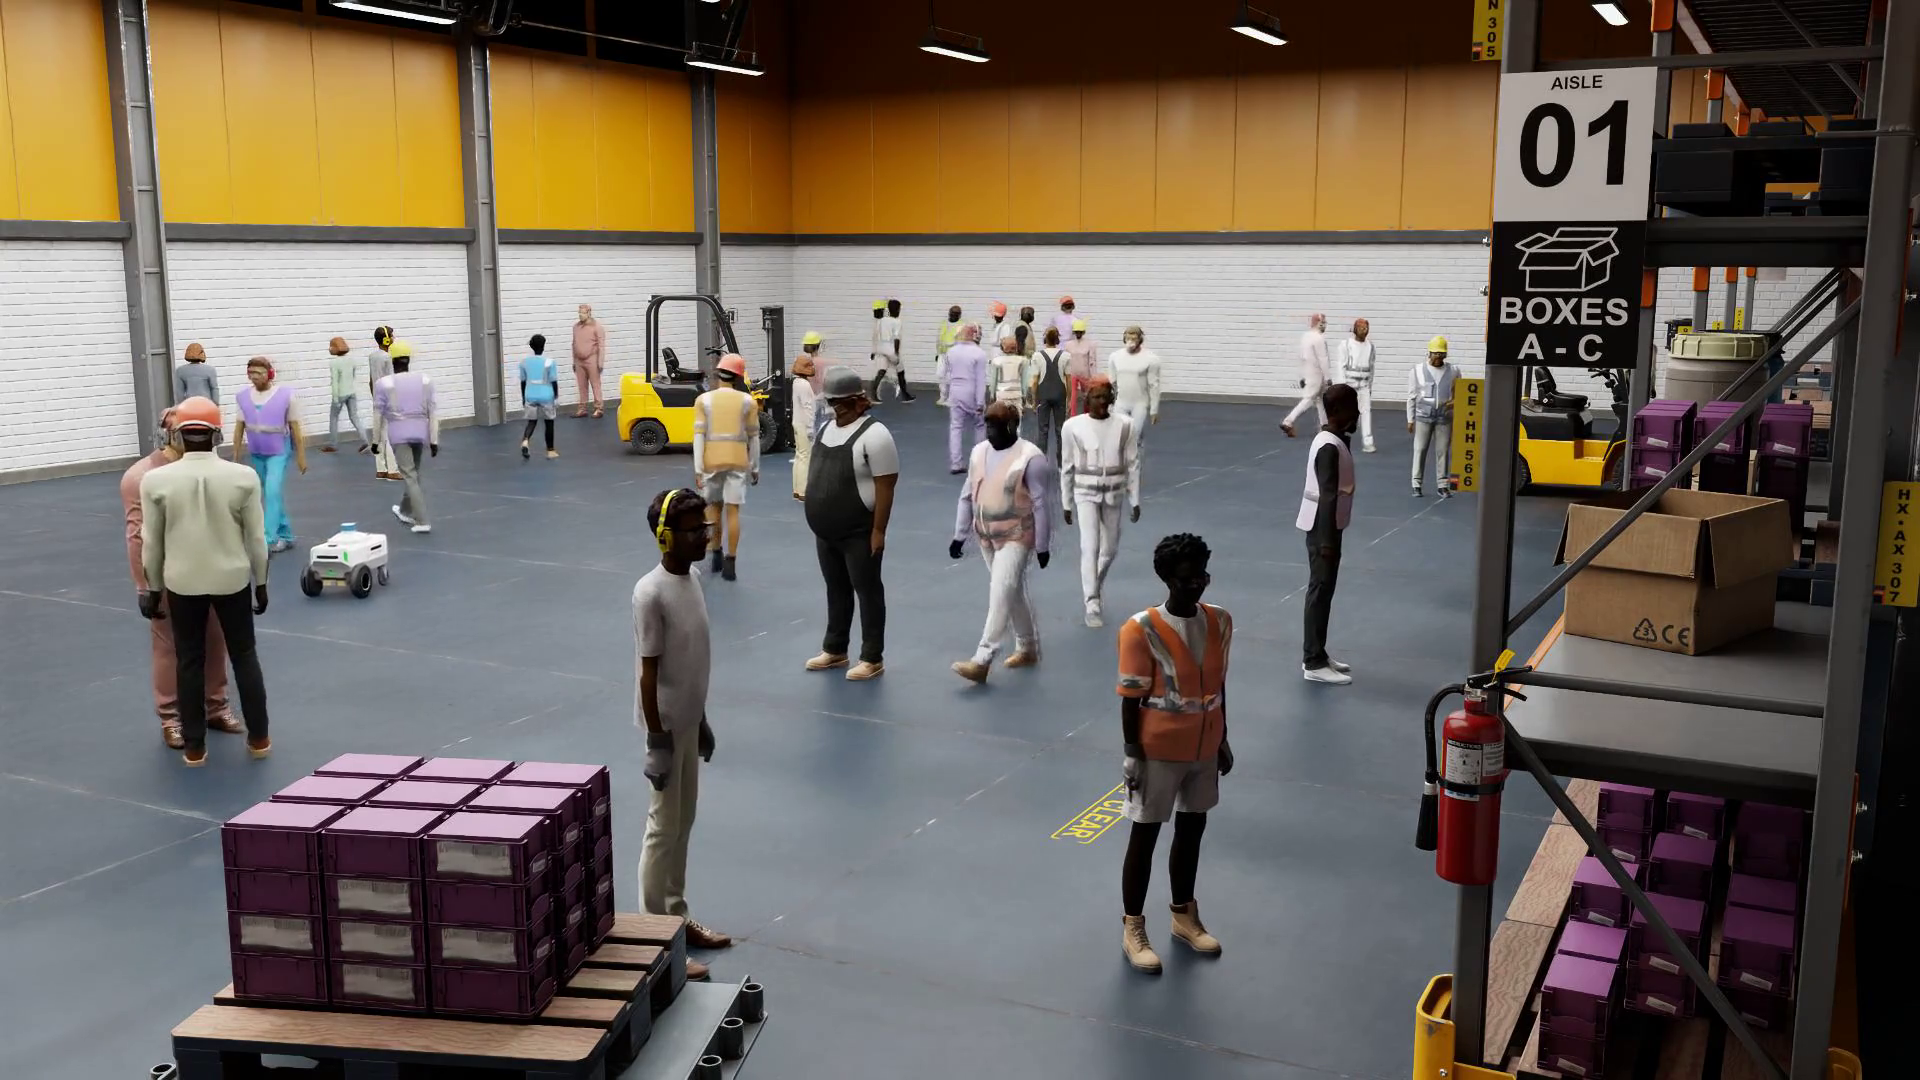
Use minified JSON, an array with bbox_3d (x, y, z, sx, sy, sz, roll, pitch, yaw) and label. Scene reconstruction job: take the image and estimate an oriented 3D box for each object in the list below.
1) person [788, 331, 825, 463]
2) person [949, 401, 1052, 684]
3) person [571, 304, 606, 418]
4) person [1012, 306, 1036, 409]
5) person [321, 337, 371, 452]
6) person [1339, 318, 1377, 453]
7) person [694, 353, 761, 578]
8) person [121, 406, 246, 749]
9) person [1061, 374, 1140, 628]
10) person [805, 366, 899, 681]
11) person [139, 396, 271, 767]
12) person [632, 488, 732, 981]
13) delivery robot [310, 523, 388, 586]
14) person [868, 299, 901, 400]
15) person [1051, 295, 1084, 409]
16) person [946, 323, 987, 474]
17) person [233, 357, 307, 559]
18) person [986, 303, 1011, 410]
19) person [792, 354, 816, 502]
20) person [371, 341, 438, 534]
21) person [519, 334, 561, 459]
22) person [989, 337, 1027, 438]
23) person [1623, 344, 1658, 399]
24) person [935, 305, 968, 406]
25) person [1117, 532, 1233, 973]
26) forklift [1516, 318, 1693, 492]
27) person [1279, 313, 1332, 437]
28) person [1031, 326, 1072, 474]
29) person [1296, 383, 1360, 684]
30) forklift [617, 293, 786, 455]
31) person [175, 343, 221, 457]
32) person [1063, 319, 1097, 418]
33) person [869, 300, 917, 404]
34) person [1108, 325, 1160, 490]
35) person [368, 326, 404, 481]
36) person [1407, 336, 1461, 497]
[{"bbox_3d":[-1.835,-1.877,21.814,0.804,1.739,0.521,-2,10,-11],"label":"person"},{"bbox_3d":[0.233,0.008,10.753,0.956,1.791,0.633,-9,13,-41],"label":"person"},{"bbox_3d":[-6.212,-2.974,27.681,0.651,1.906,0.403,5,11,26],"label":"person"},{"bbox_3d":[1.052,-3.199,29.246,0.568,1.822,0.631,1,10,6],"label":"person"},{"bbox_3d":[-8.465,-1.992,22.854,0.720,1.606,0.501,5,11,25],"label":"person"},{"bbox_3d":[5.520,-2.159,23.137,0.578,1.850,0.846,-2,10,-11],"label":"person"},{"bbox_3d":[-1.986,-0.640,14.207,0.560,1.882,0.831,-1,10,-6],"label":"person"},{"bbox_3d":[-4.304,0.204,9.341,0.398,1.910,0.683,7,12,36],"label":"person"},{"bbox_3d":[1.031,-0.321,12.475,0.581,1.862,0.804,-2,10,-9],"label":"person"},{"bbox_3d":[-0.743,-0.116,10.745,0.536,2.000,0.683,-9,13,-43],"label":"person"},{"bbox_3d":[-4.053,0.221,8.955,0.620,1.983,0.407,-5,11,-26],"label":"person"},{"bbox_3d":[-1.072,0.724,6.376,0.329,1.871,0.513,2,10,11],"label":"person"},{"bbox_3d":[-4.948,0.107,13.484,0.477,0.478,0.707,1,10,8],"label":"delivery robot"},{"bbox_3d":[-1.418,-3.528,30.903,0.733,1.902,0.596,-4,11,-22],"label":"person"},{"bbox_3d":[1.880,-3.305,29.295,0.640,2.016,0.506,3,10,19],"label":"person"},{"bbox_3d":[0.171,-1.773,20.840,0.631,1.860,0.909,7,12,35],"label":"person"},{"bbox_3d":[-6.293,-0.736,14.973,0.597,1.806,0.895,2,10,12],"label":"person"},{"bbox_3d":[0.693,-3.096,28.423,0.404,1.896,0.669,-4,11,-21],"label":"person"},{"bbox_3d":[-1.716,-1.234,18.391,0.274,1.633,0.507,-3,10,-18],"label":"person"},{"bbox_3d":[-5.521,-1.024,16.468,0.588,1.873,0.981,-9,13,-43],"label":"person"},{"bbox_3d":[-5.558,-1.882,21.996,0.546,1.686,0.608,2,10,9],"label":"person"},{"bbox_3d":[0.643,-1.889,22.205,0.520,1.634,0.312,-2,10,-12],"label":"person"},{"bbox_3d":[9.386,-2.125,22.988,0.591,1.829,0.404,-3,10,-17],"label":"person"},{"bbox_3d":[-0.152,-3.292,29.827,0.662,1.823,0.432,6,12,32],"label":"person"},{"bbox_3d":[0.834,0.805,6.408,0.540,1.695,0.317,-6,11,-31],"label":"person"},{"bbox_3d":[7.066,-1.601,18.899,2.313,2.155,1.214,5,11,27],"label":"forklift"},{"bbox_3d":[5.238,-2.448,24.797,0.969,1.867,0.653,0,10,-3],"label":"person"},{"bbox_3d":[1.136,-1.726,20.636,0.508,1.846,0.345,0,10,-1],"label":"person"},{"bbox_3d":[2.372,-0.053,10.734,0.398,1.920,0.590,2,10,14],"label":"person"},{"bbox_3d":[-3.588,-2.317,23.042,2.313,2.155,1.214,-1,10,-5],"label":"forklift"},{"bbox_3d":[-9.482,-1.637,20.729,0.499,1.634,0.285,-1,10,-7],"label":"person"},{"bbox_3d":[1.862,-2.552,25.733,0.532,1.738,0.807,2,10,11],"label":"person"},{"bbox_3d":[-1.266,-3.421,30.308,1.056,1.904,0.629,-9,13,-41],"label":"person"},{"bbox_3d":[1.992,-1.524,19.233,0.656,1.920,0.457,4,11,22],"label":"person"},{"bbox_3d":[-6.927,-1.652,20.132,0.532,1.871,0.321,8,13,39],"label":"person"},{"bbox_3d":[5.321,-1.381,18.697,0.589,1.824,0.403,1,10,8],"label":"person"}]
